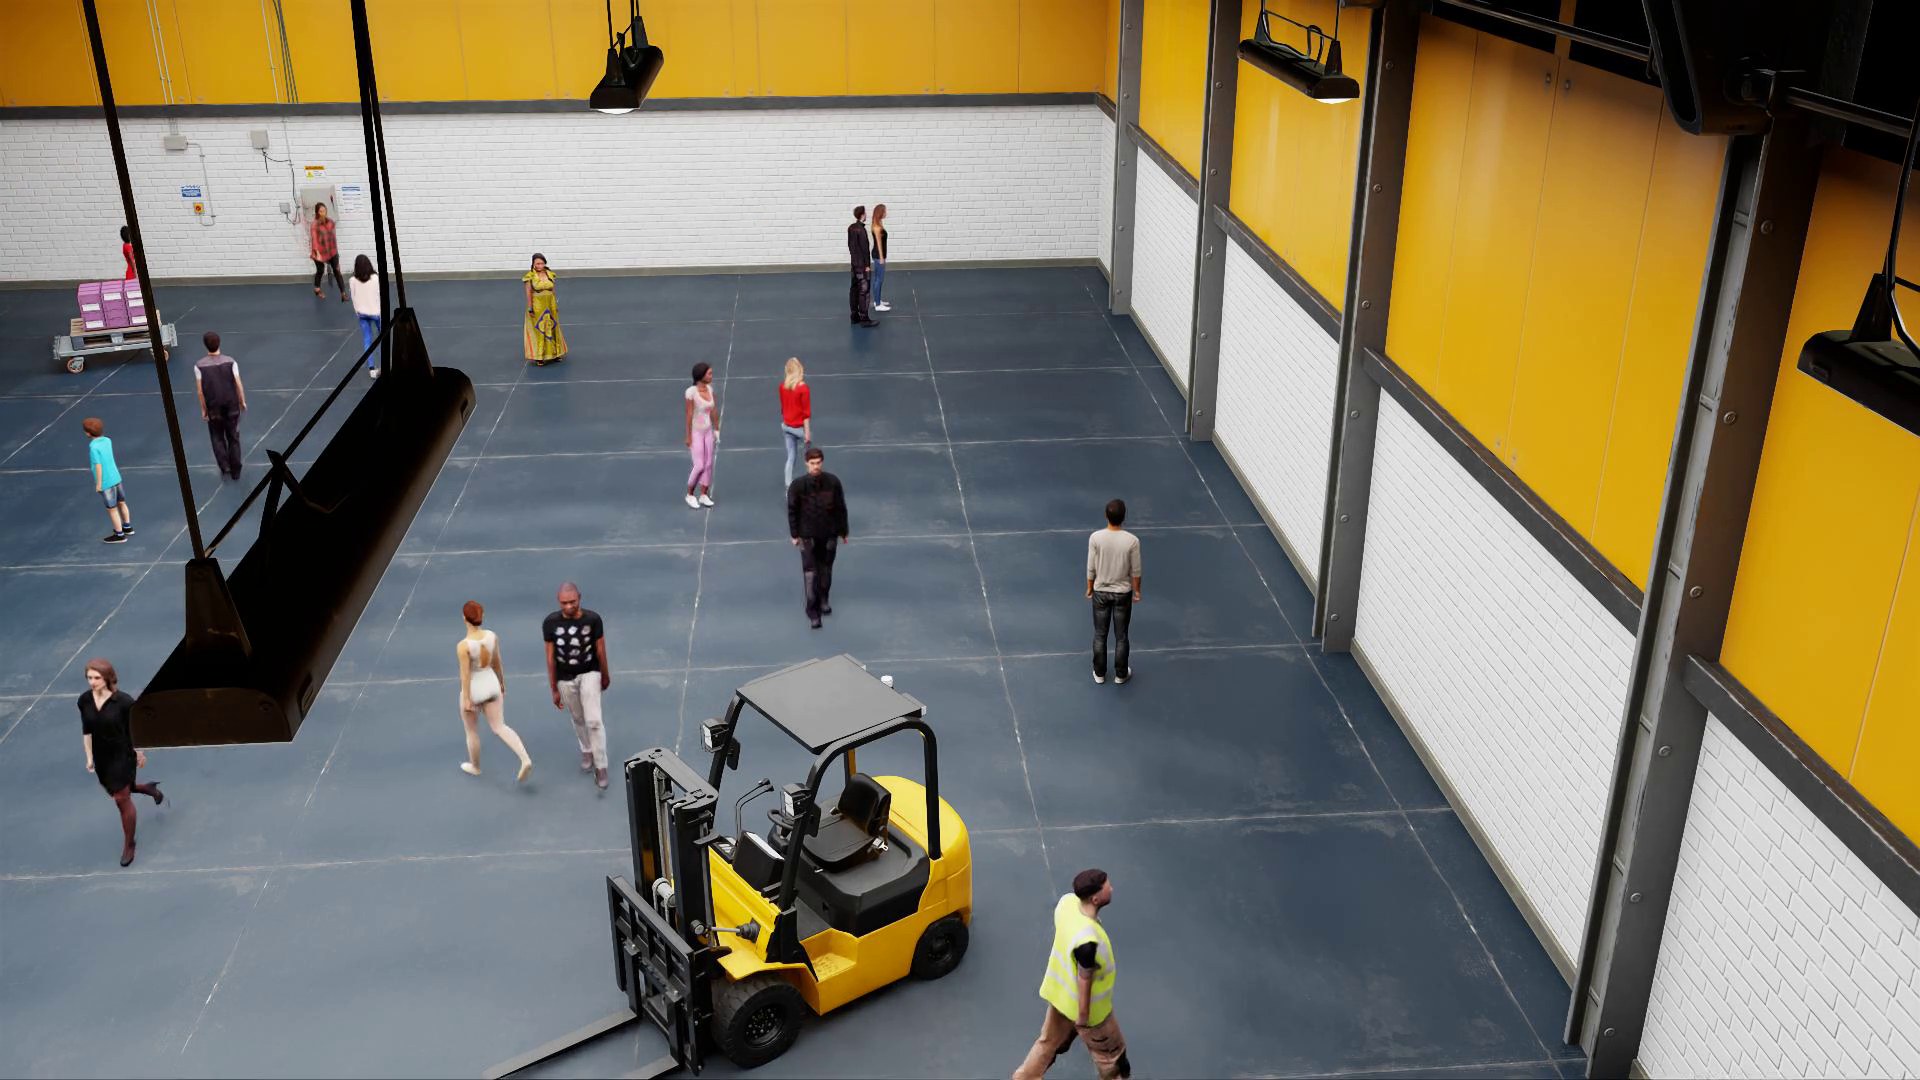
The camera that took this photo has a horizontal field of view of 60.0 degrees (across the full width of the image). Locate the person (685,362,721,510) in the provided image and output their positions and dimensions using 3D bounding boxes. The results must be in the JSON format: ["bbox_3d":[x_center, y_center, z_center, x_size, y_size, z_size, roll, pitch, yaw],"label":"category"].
[{"bbox_3d":[-3.056,-1.235,19.412,0.794,1.731,0.714,20,31,38],"label":"person"}]

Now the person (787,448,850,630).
[{"bbox_3d":[-1.435,-0.085,16.680,0.873,1.811,1.043,-9,25,-19],"label":"person"}]

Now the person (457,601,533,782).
[{"bbox_3d":[-3.887,1.293,13.764,0.990,1.622,0.966,15,28,31],"label":"person"}]

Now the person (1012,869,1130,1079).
[{"bbox_3d":[0.665,2.785,10.122,0.939,1.805,1.176,-7,25,-16],"label":"person"}]

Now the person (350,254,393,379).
[{"bbox_3d":[-8.492,-3.186,23.874,0.673,1.732,1.034,-1,24,-2],"label":"person"}]

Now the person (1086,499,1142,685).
[{"bbox_3d":[1.411,0.478,15.392,0.714,1.811,0.633,4,24,10],"label":"person"}]

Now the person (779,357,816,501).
[{"bbox_3d":[-1.989,-1.273,19.574,0.993,1.670,1.084,17,29,33],"label":"person"}]

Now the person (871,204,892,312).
[{"bbox_3d":[-1.326,-4.636,27.202,0.655,1.722,0.454,-1,24,-3],"label":"person"}]

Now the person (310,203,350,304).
[{"bbox_3d":[-10.560,-4.753,27.563,1.189,1.649,1.109,17,29,33],"label":"person"}]

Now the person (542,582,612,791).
[{"bbox_3d":[-3.198,1.125,13.950,0.645,1.782,0.897,-3,24,-6],"label":"person"}]

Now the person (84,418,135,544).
[{"bbox_3d":[-9.477,-0.687,18.511,0.600,1.448,0.454,0,24,1],"label":"person"}]

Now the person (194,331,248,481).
[{"bbox_3d":[-8.896,-1.586,20.084,0.746,1.836,0.738,-11,26,-23],"label":"person"}]

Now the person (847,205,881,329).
[{"bbox_3d":[-1.564,-4.342,26.284,0.837,1.920,0.699,-14,27,-29],"label":"person"}]

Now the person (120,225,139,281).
[{"bbox_3d":[-12.805,-3.982,25.698,0.742,1.730,0.742,-8,25,-19],"label":"person"}]

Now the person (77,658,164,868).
[{"bbox_3d":[-6.500,1.647,12.881,0.723,1.680,1.032,2,24,5],"label":"person"}]

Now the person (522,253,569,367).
[{"bbox_3d":[-6.148,-3.421,24.503,1.041,1.658,0.998,21,31,40],"label":"person"}]
